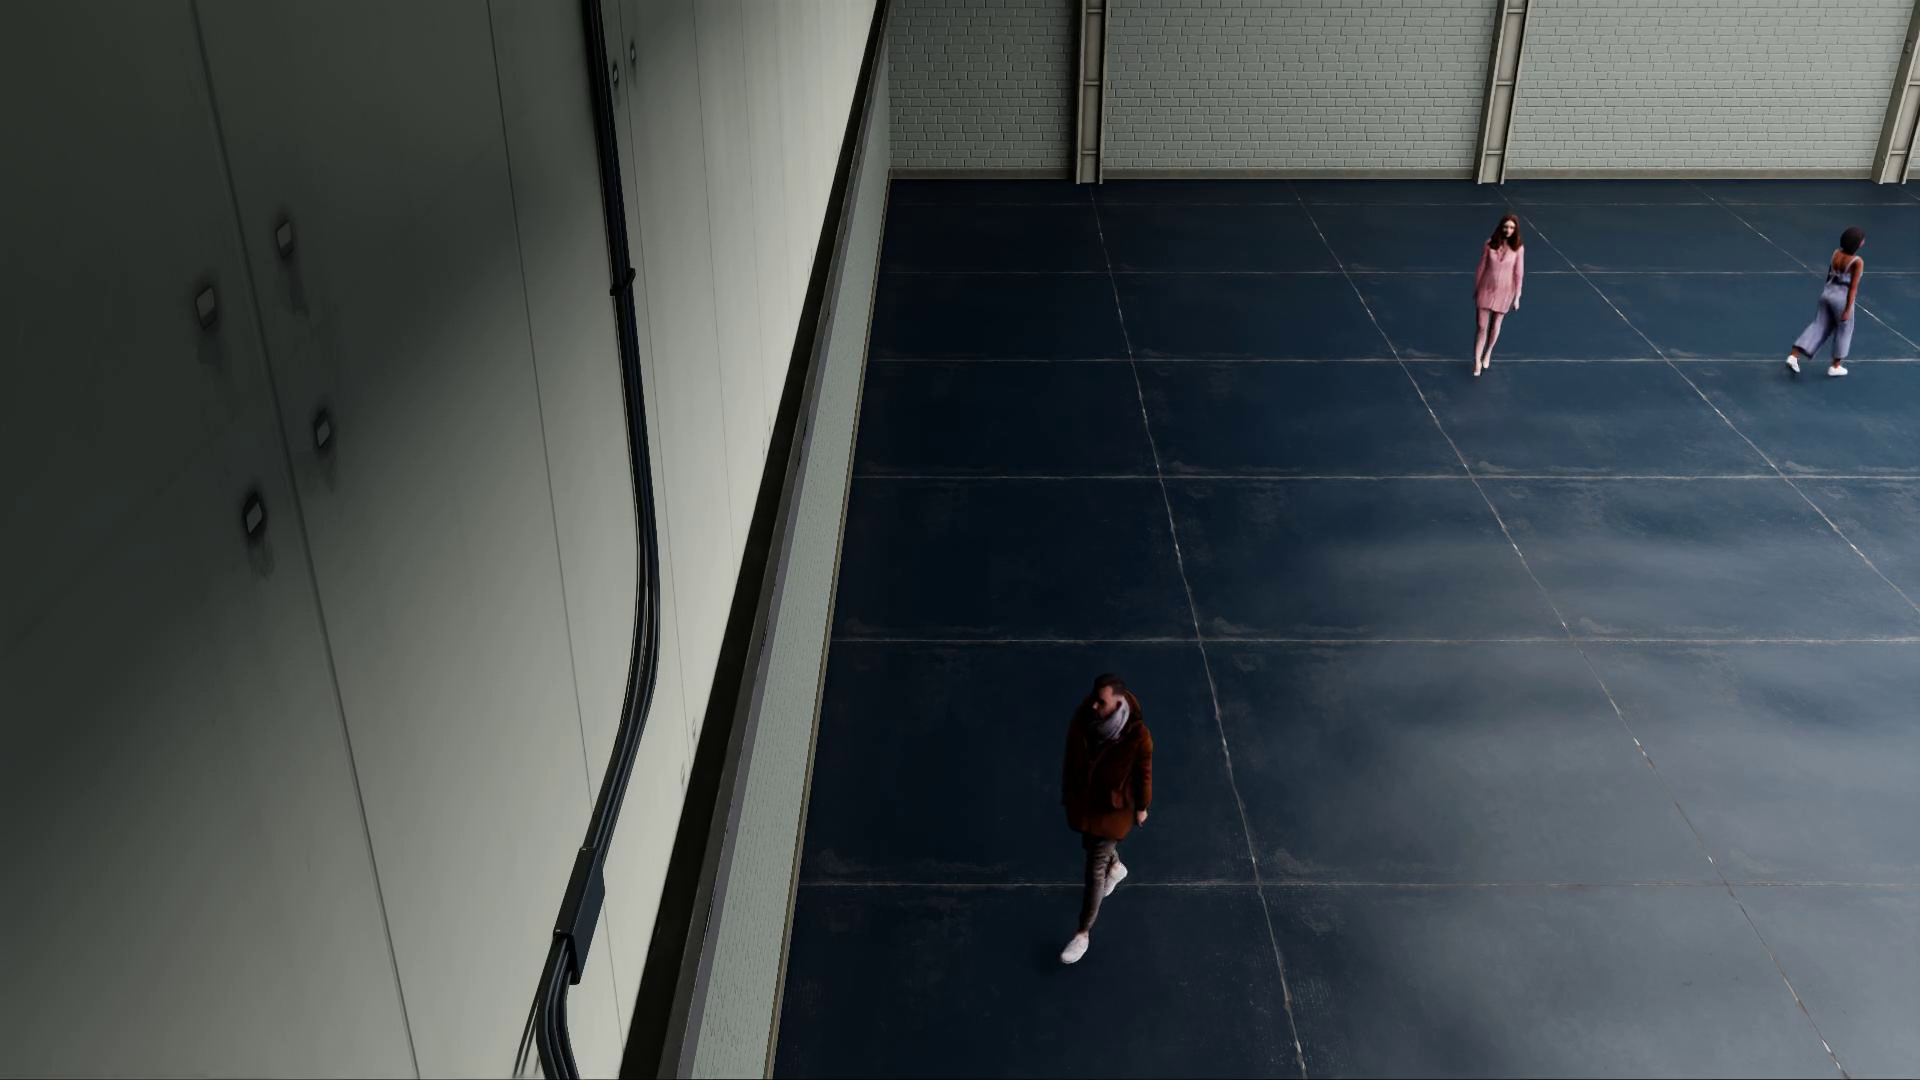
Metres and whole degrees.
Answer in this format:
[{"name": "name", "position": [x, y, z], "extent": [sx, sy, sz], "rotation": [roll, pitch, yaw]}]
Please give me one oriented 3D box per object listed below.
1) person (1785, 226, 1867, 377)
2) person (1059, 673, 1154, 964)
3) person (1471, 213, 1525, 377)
[{"name": "person", "position": [9.305, -2.522, 17.799], "extent": [1.100, 1.675, 0.849], "rotation": [-12, 30, -22]}, {"name": "person", "position": [0.881, 1.560, 10.011], "extent": [1.206, 1.790, 1.213], "rotation": [21, 34, 34]}, {"name": "person", "position": [5.805, -2.674, 17.981], "extent": [0.981, 1.773, 0.894], "rotation": [9, 29, 17]}]
